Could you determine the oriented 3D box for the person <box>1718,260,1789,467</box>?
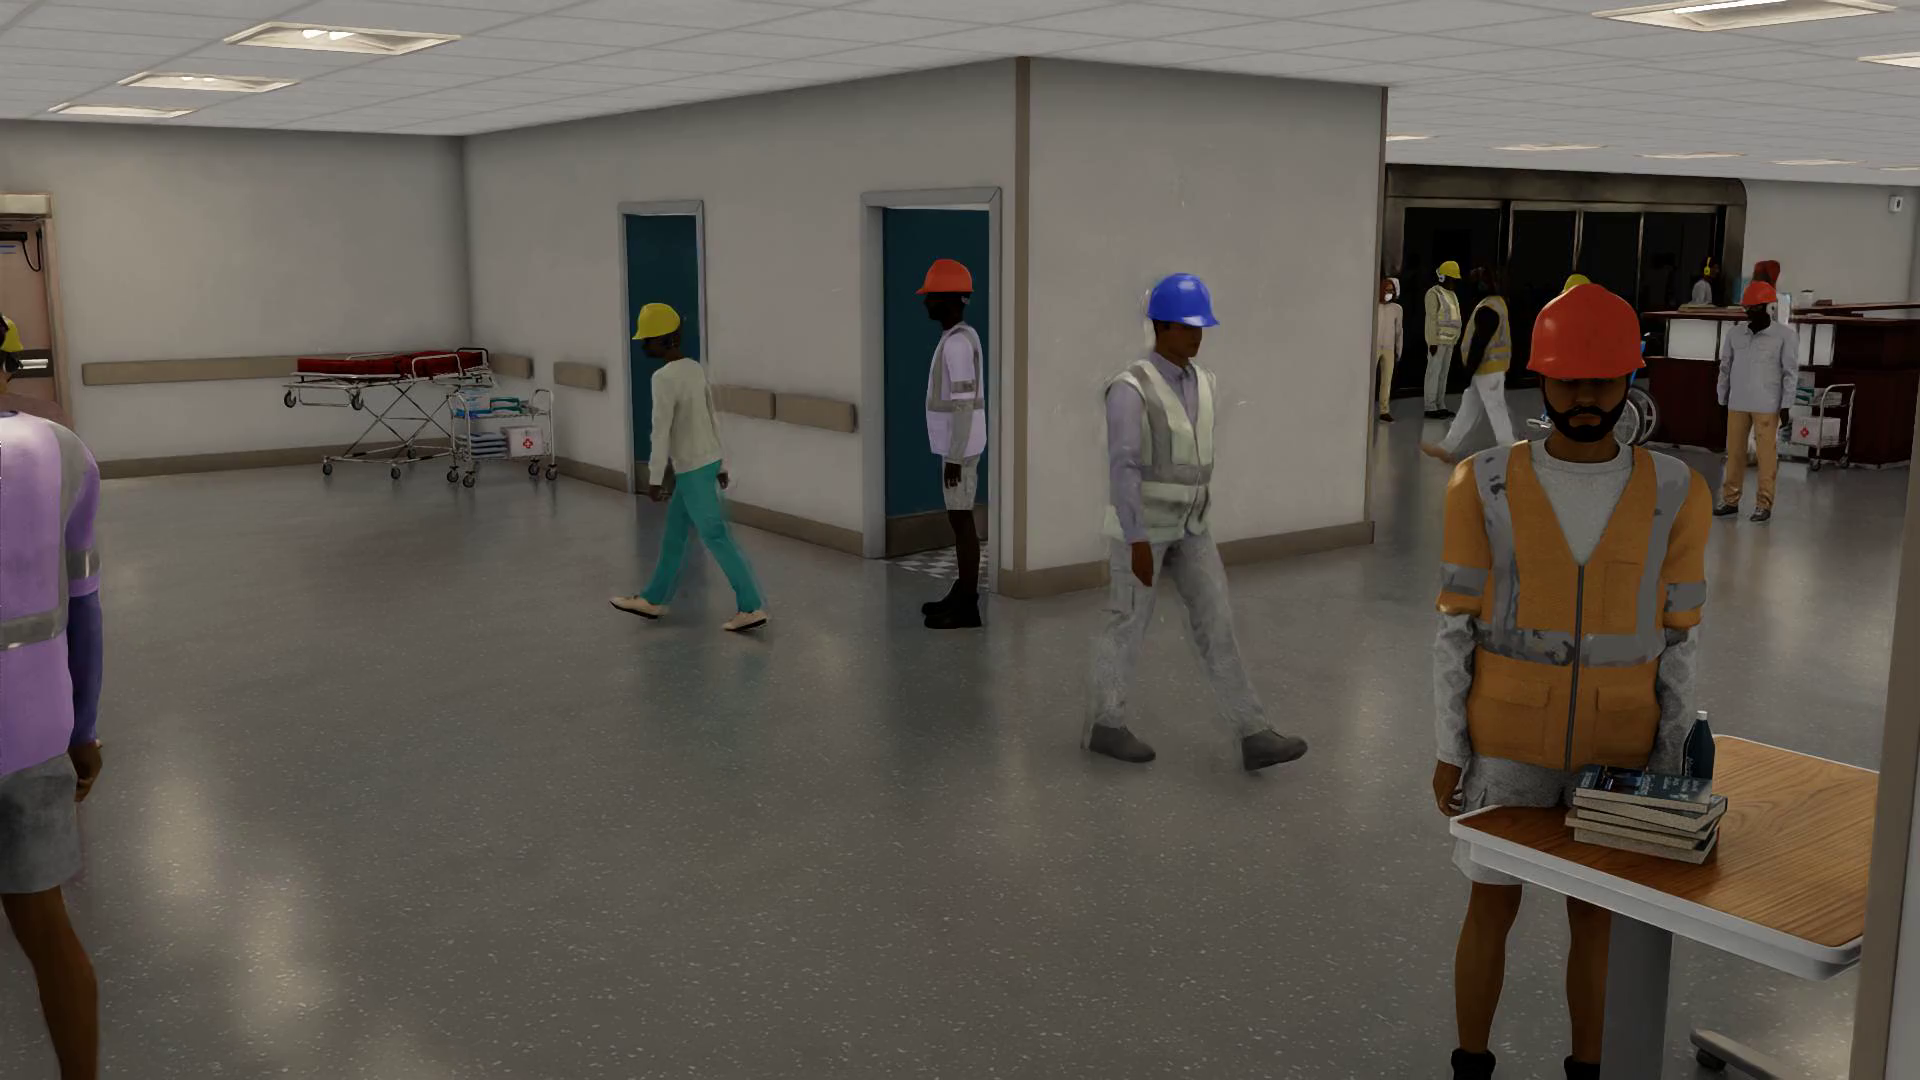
[{"bbox_3d":[7.165,-1.579,15.000,0.592,1.866,0.571,-9,13,-40],"label":"person"}]

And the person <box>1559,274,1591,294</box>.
[{"bbox_3d":[5.111,-1.320,13.852,0.328,1.767,0.532,8,13,39],"label":"person"}]

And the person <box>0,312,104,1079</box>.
[{"bbox_3d":[-2.041,0.410,3.421,0.405,2.030,0.620,3,11,17],"label":"person"}]

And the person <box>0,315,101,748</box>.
[{"bbox_3d":[-3.658,0.005,6.417,0.525,1.772,0.304,-2,10,-10],"label":"person"}]

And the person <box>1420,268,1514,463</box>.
[{"bbox_3d":[4.619,-1.530,14.951,0.924,1.795,0.631,4,11,21],"label":"person"}]

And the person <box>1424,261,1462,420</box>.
[{"bbox_3d":[5.578,-2.304,19.205,0.403,1.822,0.589,8,13,38],"label":"person"}]

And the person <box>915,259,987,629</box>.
[{"bbox_3d":[-0.047,-0.497,8.757,0.375,1.939,0.546,0,10,0],"label":"person"}]

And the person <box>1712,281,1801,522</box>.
[{"bbox_3d":[5.785,-1.009,12.140,0.342,1.748,0.573,-7,13,-36],"label":"person"}]

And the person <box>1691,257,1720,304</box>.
[{"bbox_3d":[9.467,-2.666,21.170,0.418,1.855,0.511,3,11,19],"label":"person"}]

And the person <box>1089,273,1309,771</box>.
[{"bbox_3d":[0.868,-0.035,6.270,0.639,1.897,0.943,-9,13,-41],"label":"person"}]

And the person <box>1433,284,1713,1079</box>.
[{"bbox_3d":[1.291,0.430,3.567,0.545,1.938,0.360,2,10,12],"label":"person"}]

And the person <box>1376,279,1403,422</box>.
[{"bbox_3d":[4.776,-2.140,18.849,0.505,1.627,0.286,-2,10,-10],"label":"person"}]

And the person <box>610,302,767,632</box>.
[{"bbox_3d":[-1.424,-0.371,8.672,0.927,1.712,0.552,2,10,10],"label":"person"}]
